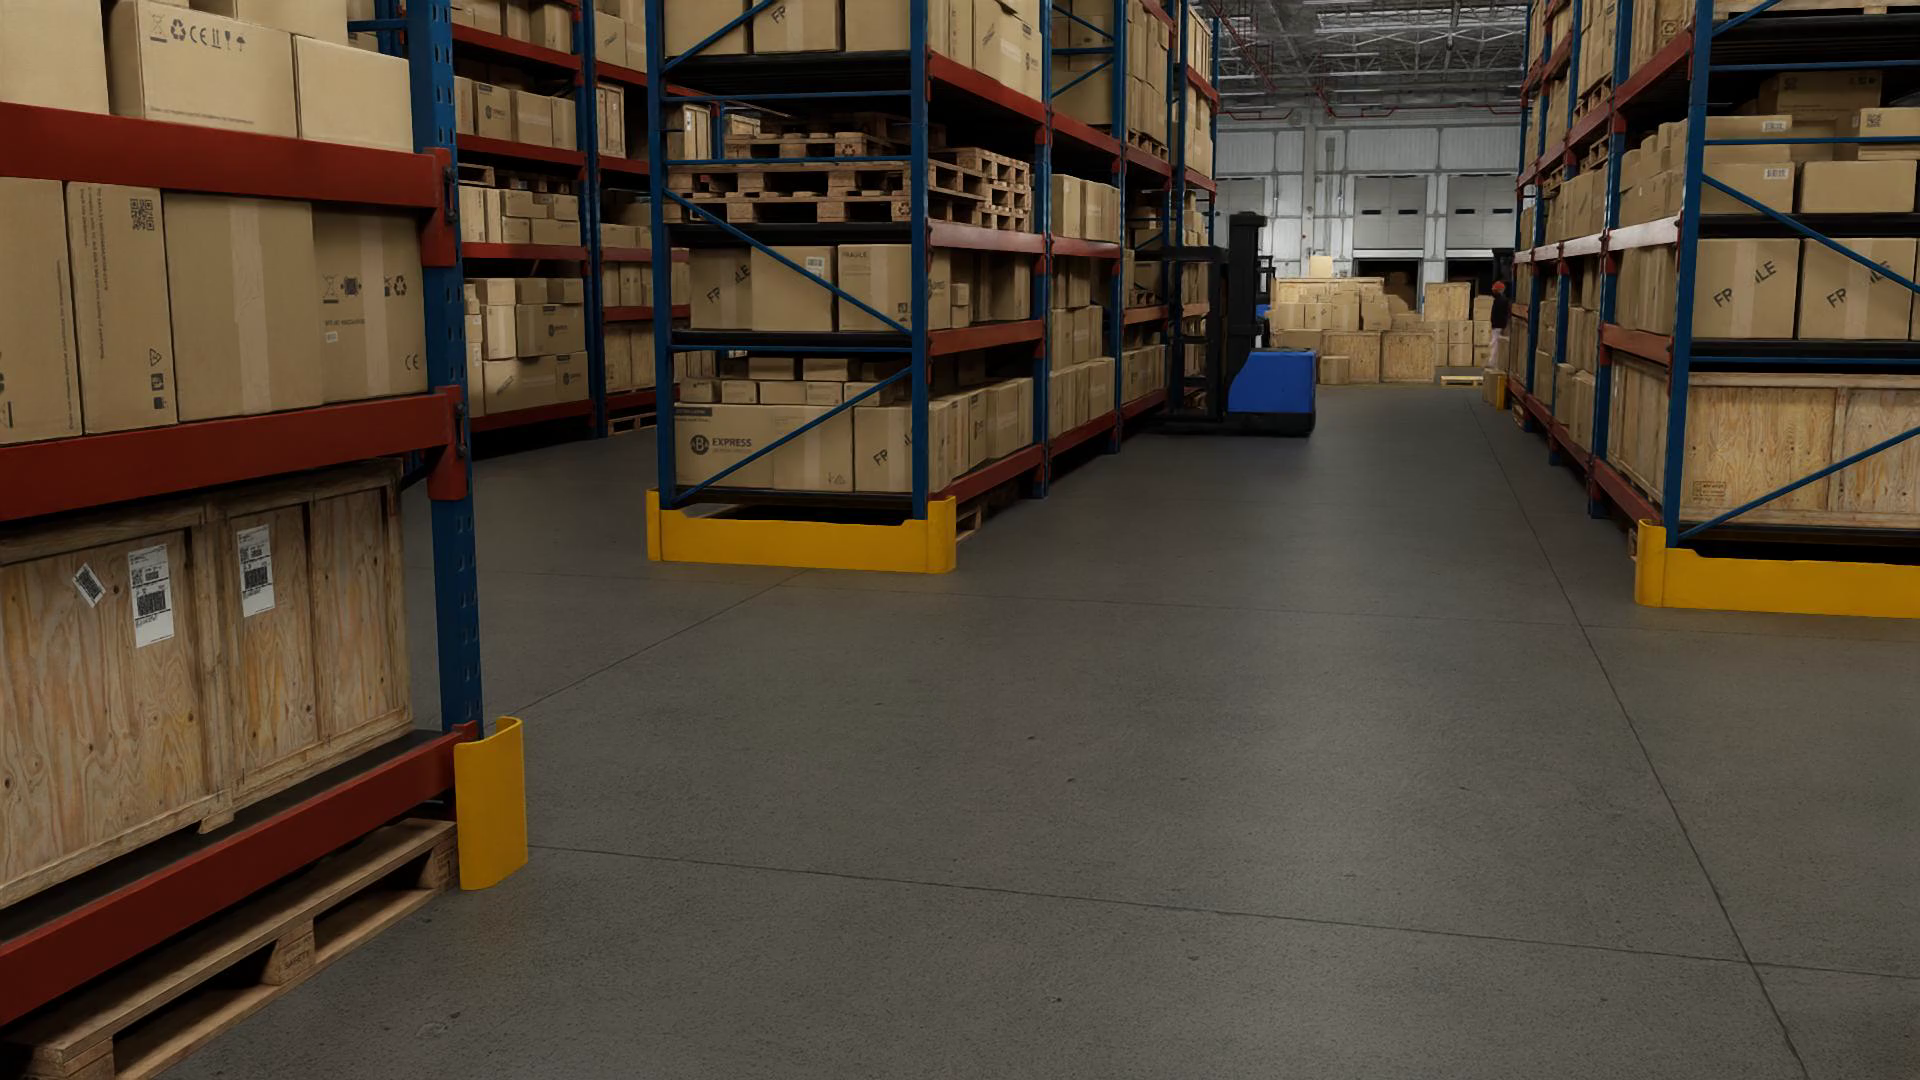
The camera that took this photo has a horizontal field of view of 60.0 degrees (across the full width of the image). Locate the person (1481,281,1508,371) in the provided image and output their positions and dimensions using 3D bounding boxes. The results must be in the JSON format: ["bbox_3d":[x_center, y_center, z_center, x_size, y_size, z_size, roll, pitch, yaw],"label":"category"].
[{"bbox_3d":[11.807,-4.667,36.292,0.759,1.975,0.632,0,9,-2],"label":"person"}]

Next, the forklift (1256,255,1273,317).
[{"bbox_3d":[10.551,-8.662,58.805,1.129,2.768,1.873,2,9,15],"label":"forklift"}]

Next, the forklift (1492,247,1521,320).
[{"bbox_3d":[14.408,-6.284,43.693,1.873,2.768,1.129,-8,12,-41],"label":"forklift"}]

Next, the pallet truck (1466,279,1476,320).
[{"bbox_3d":[18.896,-8.459,60.307,1.885,1.965,0.823,5,10,31],"label":"pallet truck"}]

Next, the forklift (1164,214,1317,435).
[{"bbox_3d":[3.689,-2.811,21.629,1.873,2.768,1.129,2,9,15],"label":"forklift"}]
